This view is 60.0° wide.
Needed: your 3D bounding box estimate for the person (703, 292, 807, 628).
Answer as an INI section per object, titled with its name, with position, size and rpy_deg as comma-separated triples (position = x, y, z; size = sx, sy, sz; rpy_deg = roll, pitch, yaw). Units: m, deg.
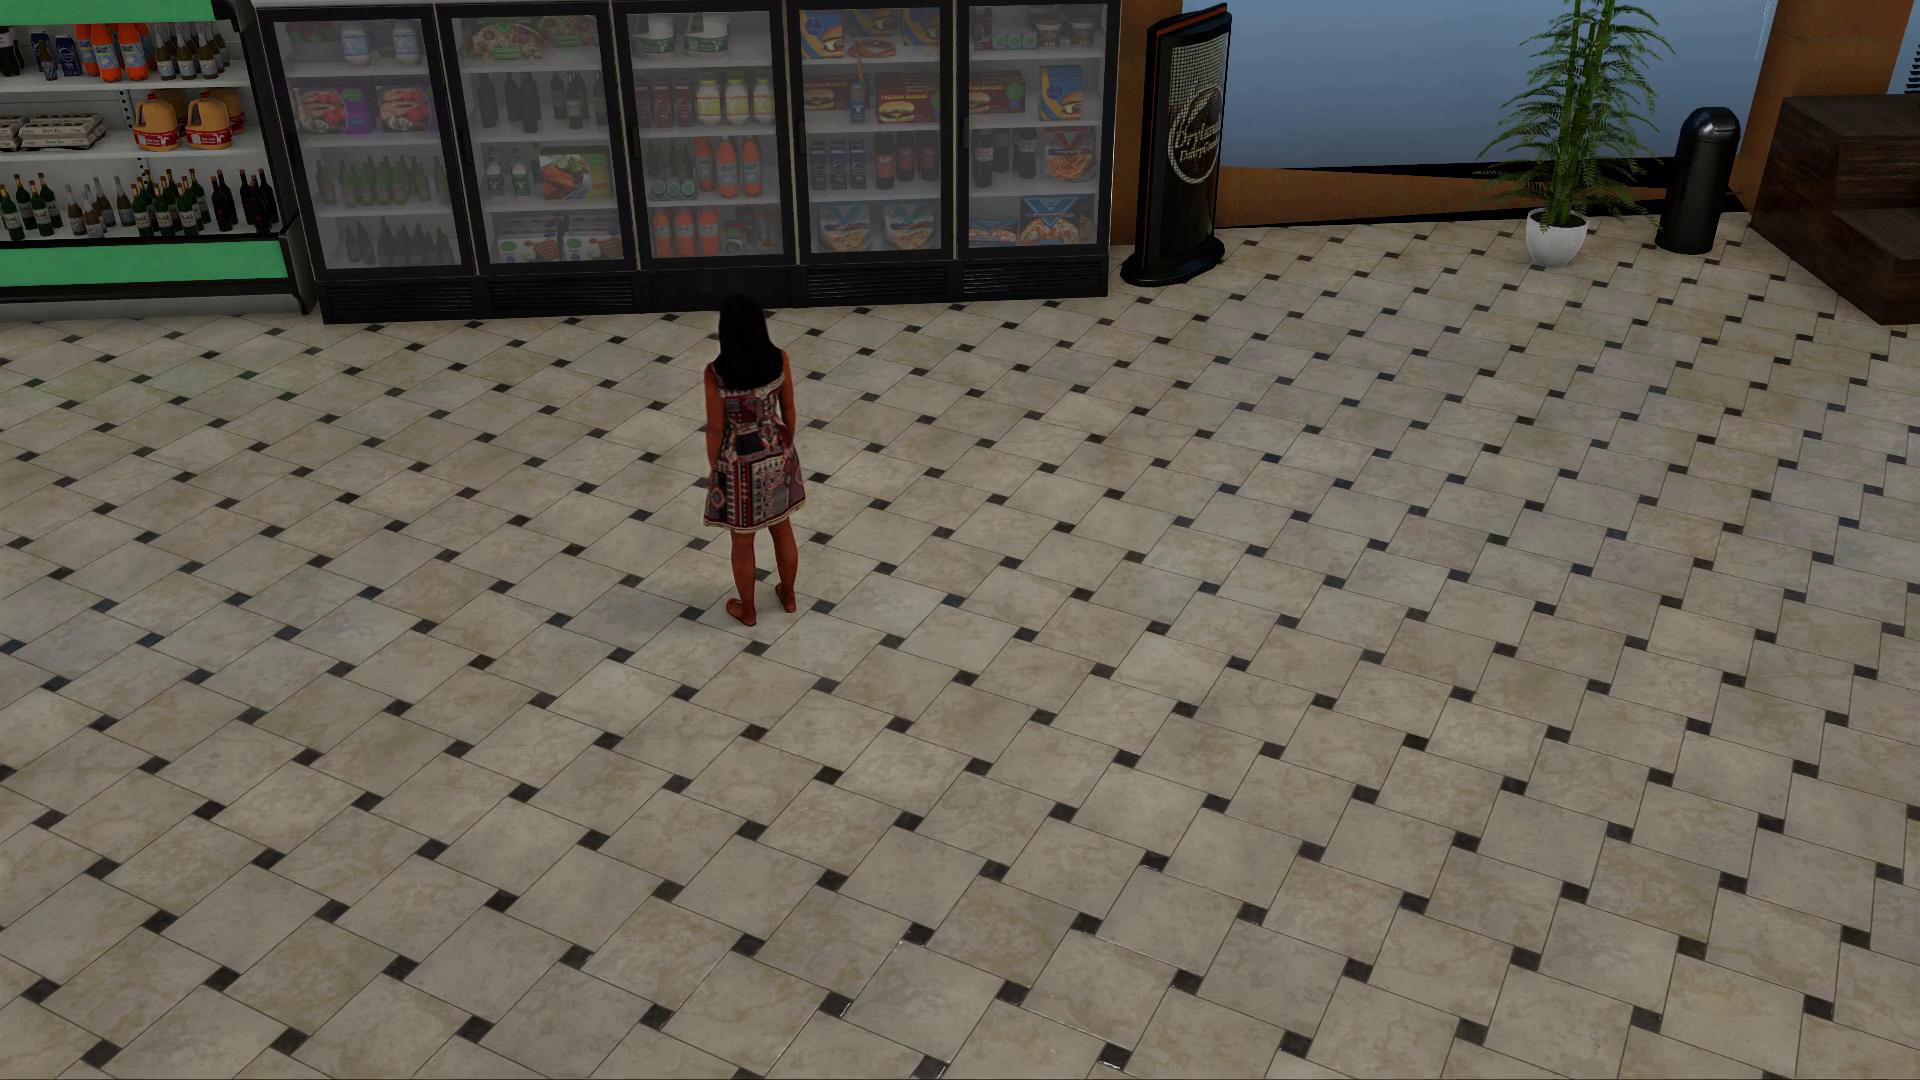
[person]
position = -0.933, -0.358, 7.500
size = 0.631, 1.644, 0.782
rpy_deg = -17, 36, -26
